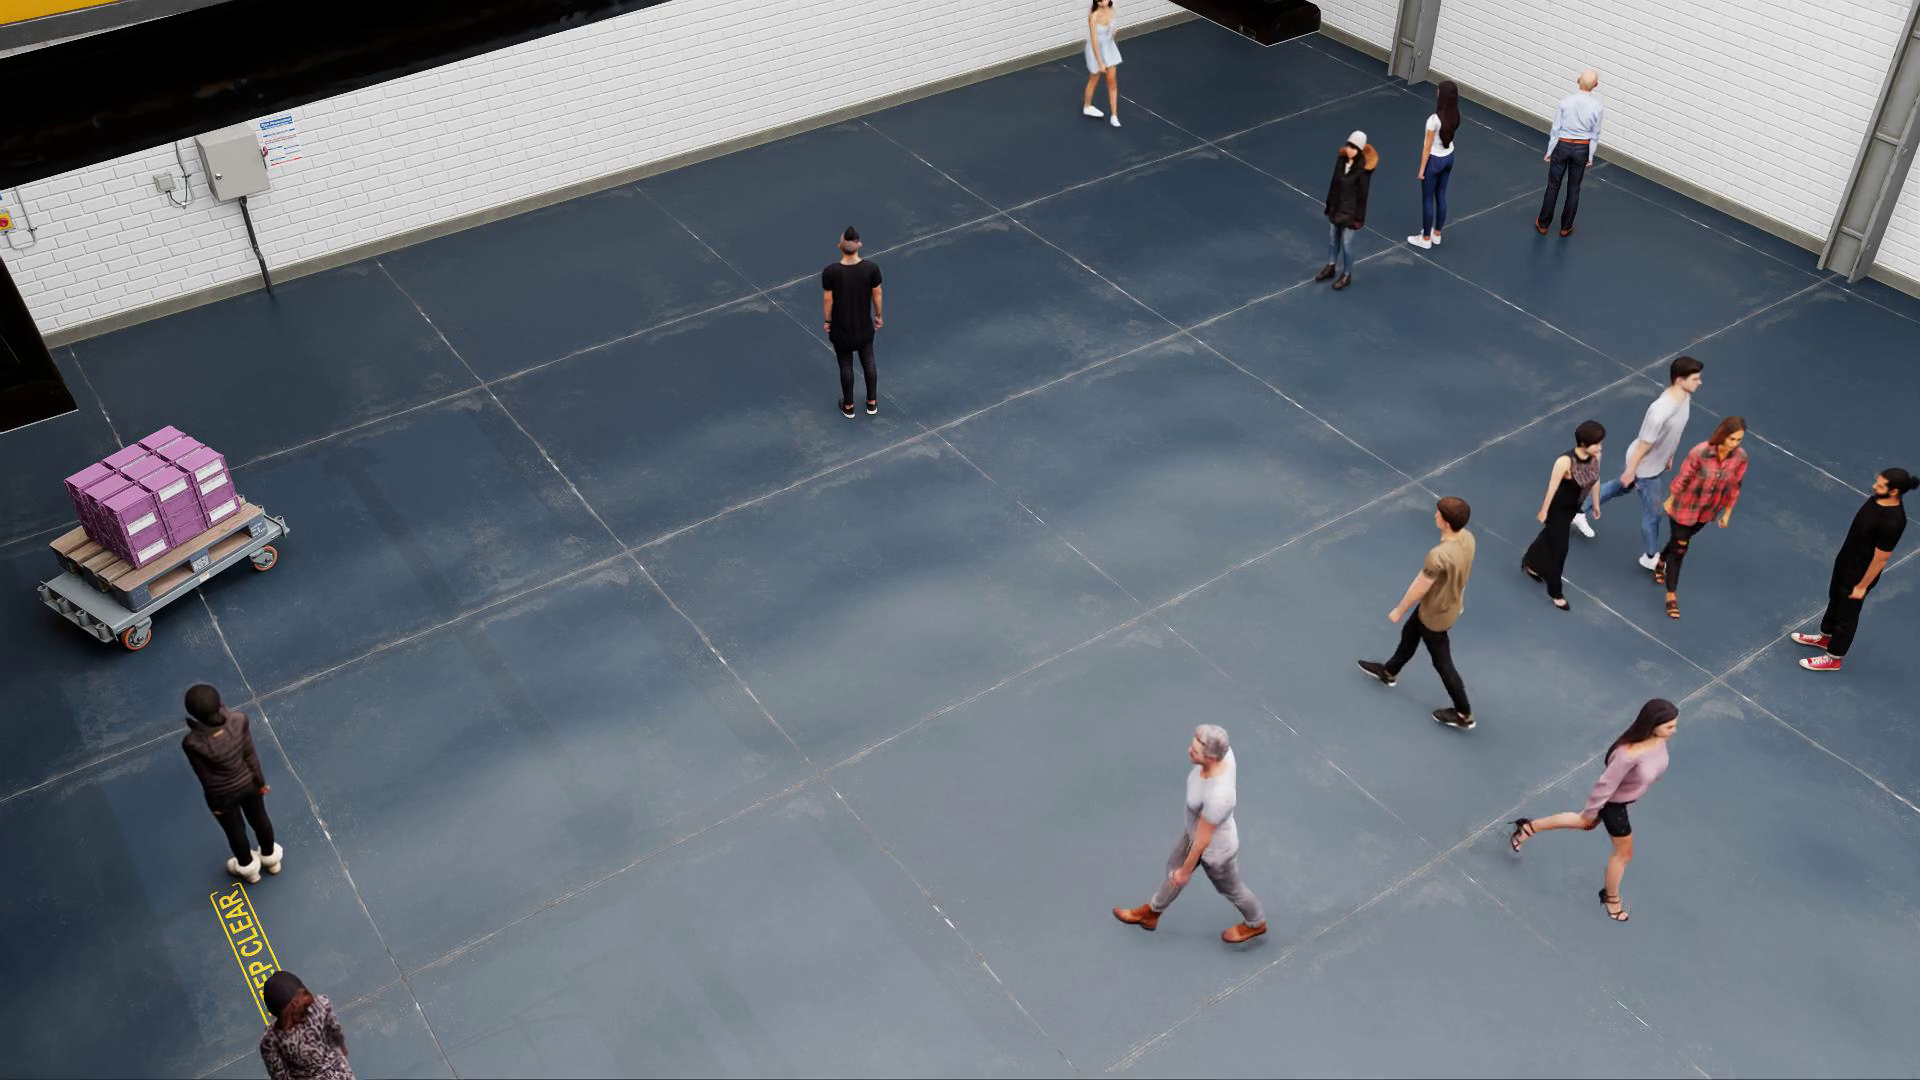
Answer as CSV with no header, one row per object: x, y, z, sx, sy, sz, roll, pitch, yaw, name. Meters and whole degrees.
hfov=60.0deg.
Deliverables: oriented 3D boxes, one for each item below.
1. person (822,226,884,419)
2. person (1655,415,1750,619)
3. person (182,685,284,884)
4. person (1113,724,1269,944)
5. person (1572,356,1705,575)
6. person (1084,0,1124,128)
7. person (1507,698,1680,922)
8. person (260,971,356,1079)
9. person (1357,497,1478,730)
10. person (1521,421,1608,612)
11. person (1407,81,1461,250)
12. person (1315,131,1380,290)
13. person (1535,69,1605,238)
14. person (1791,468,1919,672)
-0.938,-1.923,14.543,0.760,1.865,0.708,-10,40,-12,person
5.590,-0.302,12.676,0.954,1.663,1.072,2,39,2,person
-4.530,1.533,10.376,0.609,1.666,0.675,-29,47,-32,person
1.592,1.815,9.936,1.233,1.773,1.245,2,39,2,person
5.274,-0.648,12.969,1.300,1.838,0.918,27,46,30,person
1.614,-5.686,19.403,0.896,1.680,0.646,32,48,33,person
3.927,1.566,10.253,1.175,1.767,0.759,32,48,33,person
-3.293,2.886,8.663,0.935,1.689,0.688,32,48,33,person
3.378,0.548,11.493,1.282,1.811,0.918,26,45,28,person
4.558,-0.290,12.730,0.592,1.576,0.833,-23,44,-26,person
4.897,-3.833,17.011,0.574,1.770,0.522,-24,45,-27,person
3.824,-3.279,16.428,0.672,1.632,0.512,-24,44,-27,person
6.321,-4.005,17.209,0.710,1.791,0.794,11,40,13,person
6.482,0.195,11.979,0.764,1.756,0.708,7,39,9,person
